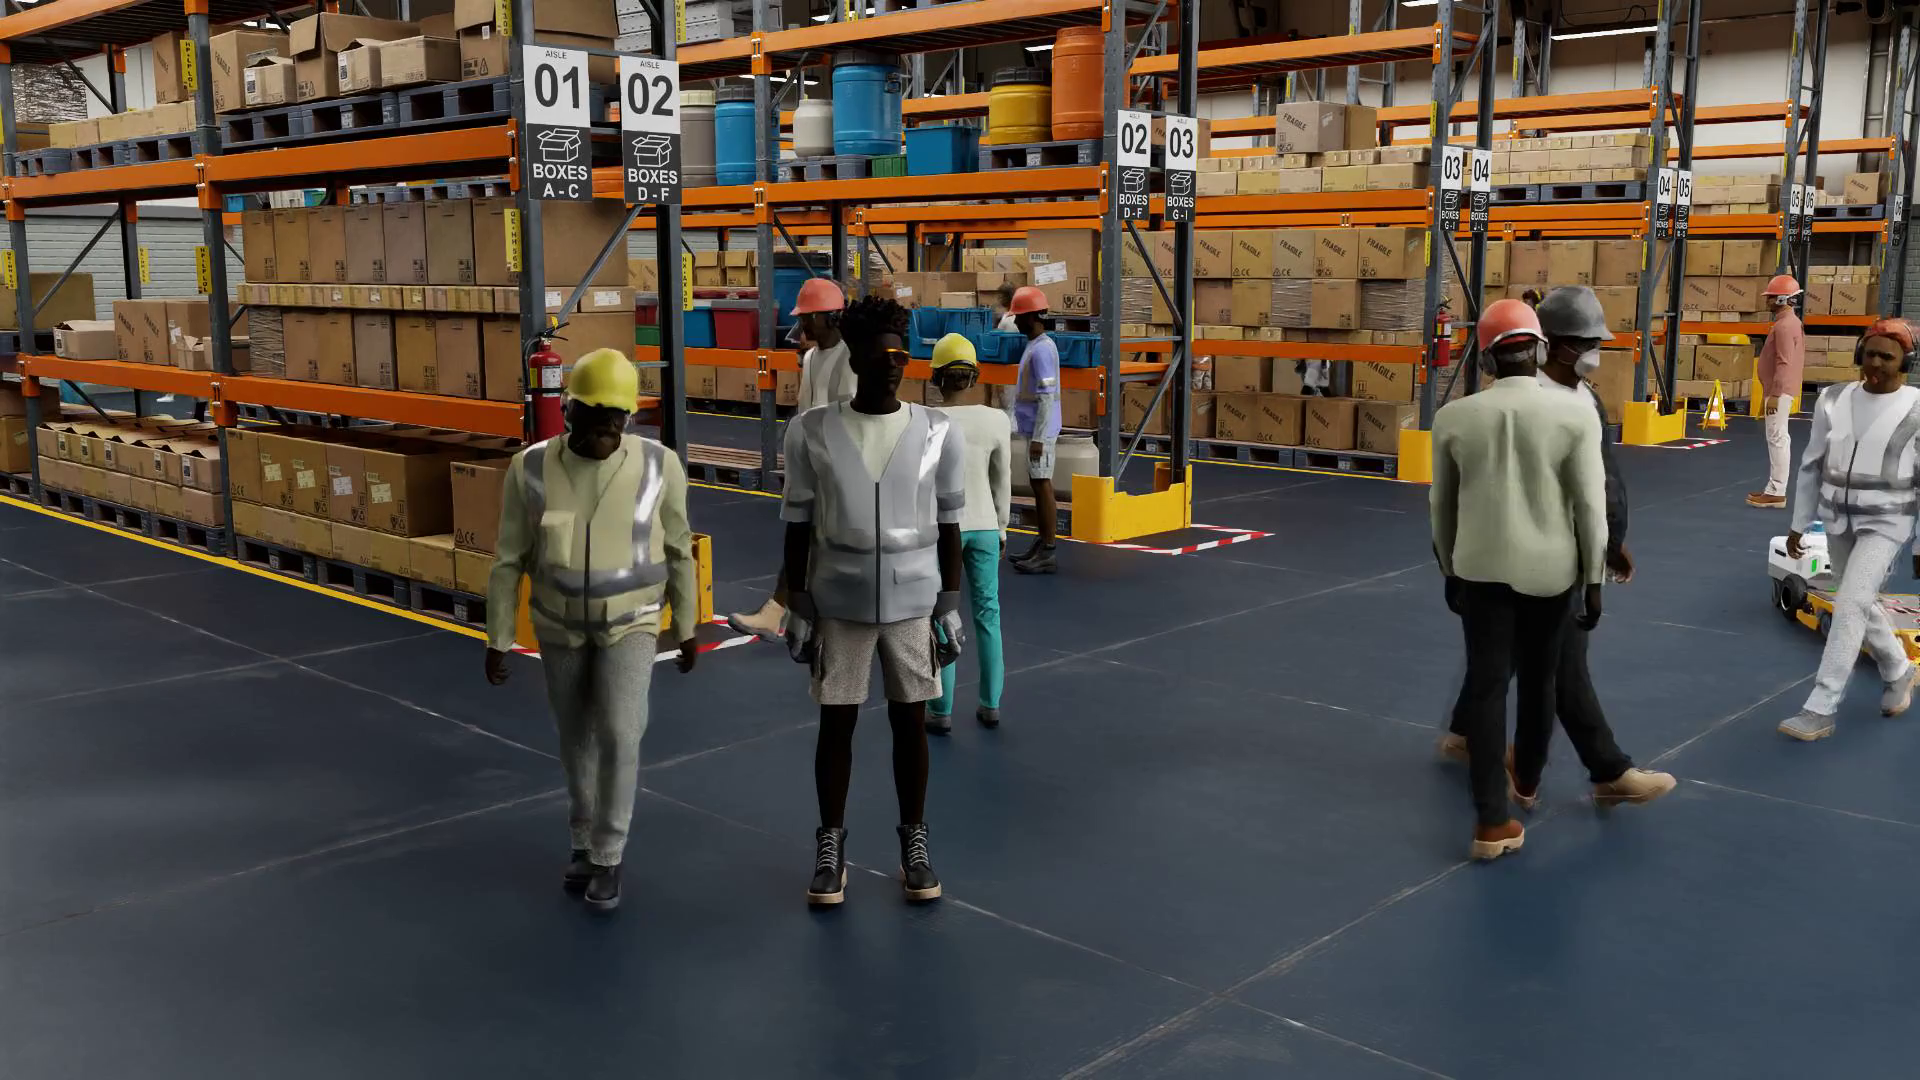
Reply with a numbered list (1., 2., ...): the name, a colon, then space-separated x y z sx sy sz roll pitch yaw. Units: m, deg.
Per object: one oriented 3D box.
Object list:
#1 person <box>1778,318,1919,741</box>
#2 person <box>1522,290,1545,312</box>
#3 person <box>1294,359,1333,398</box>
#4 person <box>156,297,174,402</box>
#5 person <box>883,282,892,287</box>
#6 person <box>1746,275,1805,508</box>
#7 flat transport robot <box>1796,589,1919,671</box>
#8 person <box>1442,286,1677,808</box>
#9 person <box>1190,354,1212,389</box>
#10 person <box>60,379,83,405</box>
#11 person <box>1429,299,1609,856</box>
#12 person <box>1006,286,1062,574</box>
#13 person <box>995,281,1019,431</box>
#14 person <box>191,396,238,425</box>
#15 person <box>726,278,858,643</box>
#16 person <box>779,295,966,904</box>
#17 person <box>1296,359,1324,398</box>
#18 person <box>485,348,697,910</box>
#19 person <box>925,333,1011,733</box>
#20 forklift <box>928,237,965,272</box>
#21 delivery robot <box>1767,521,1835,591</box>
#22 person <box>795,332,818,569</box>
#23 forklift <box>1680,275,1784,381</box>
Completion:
1. person: 4.060 -0.063 7.370 0.937 1.850 0.590 -5 11 -28
2. person: 5.337 -1.410 15.619 0.689 1.845 0.494 0 9 3
3. person: 4.449 -2.186 20.968 0.850 1.640 0.529 1 9 7
4. person: -12.188 -2.965 25.863 0.627 1.611 0.509 -5 11 -29
5. person: -1.224 -3.307 27.304 0.976 1.838 0.593 8 12 41
6. person: 7.083 -1.288 14.418 0.383 1.993 0.622 5 11 29
7. flat transport robot: 5.111 0.488 8.929 0.652 0.197 1.431 1 9 6
8. person: 2.345 0.003 6.494 1.026 2.000 0.691 9 13 42
9. person: 2.901 -2.061 20.255 0.315 1.636 0.515 8 12 42
10. person: -12.443 -2.628 23.124 0.595 1.828 0.531 -9 13 -42
11. person: 2.019 0.105 6.045 0.635 1.934 0.959 4 10 23
12. person: 0.499 -0.747 11.304 0.384 1.930 0.547 0 9 -1
13. person: 0.560 -1.665 17.023 0.368 1.935 0.656 4 10 21
14. person: -8.374 -1.823 18.718 0.831 1.655 0.550 5 11 29
15. person: -0.758 -0.411 9.031 1.035 1.986 0.638 -7 12 -37
16. person: -0.275 0.199 5.389 0.607 1.966 0.367 -1 9 -7
17. person: 4.531 -2.403 21.425 0.355 1.938 0.634 7 12 38
18. person: -1.192 0.290 5.347 0.653 1.795 0.648 0 9 -1
19. person: -0.020 -0.029 7.398 0.524 1.769 0.316 -4 10 -23
20. forklift: -0.326 -5.817 39.609 1.129 2.768 1.873 9 13 43
21. delivery robot: 5.137 0.130 9.970 0.477 0.478 0.707 1 9 6
22. person: -0.983 -0.603 11.374 0.268 1.616 0.507 -5 10 -26
23. forklift: 12.480 -3.427 27.053 1.214 2.155 2.313 9 13 43
